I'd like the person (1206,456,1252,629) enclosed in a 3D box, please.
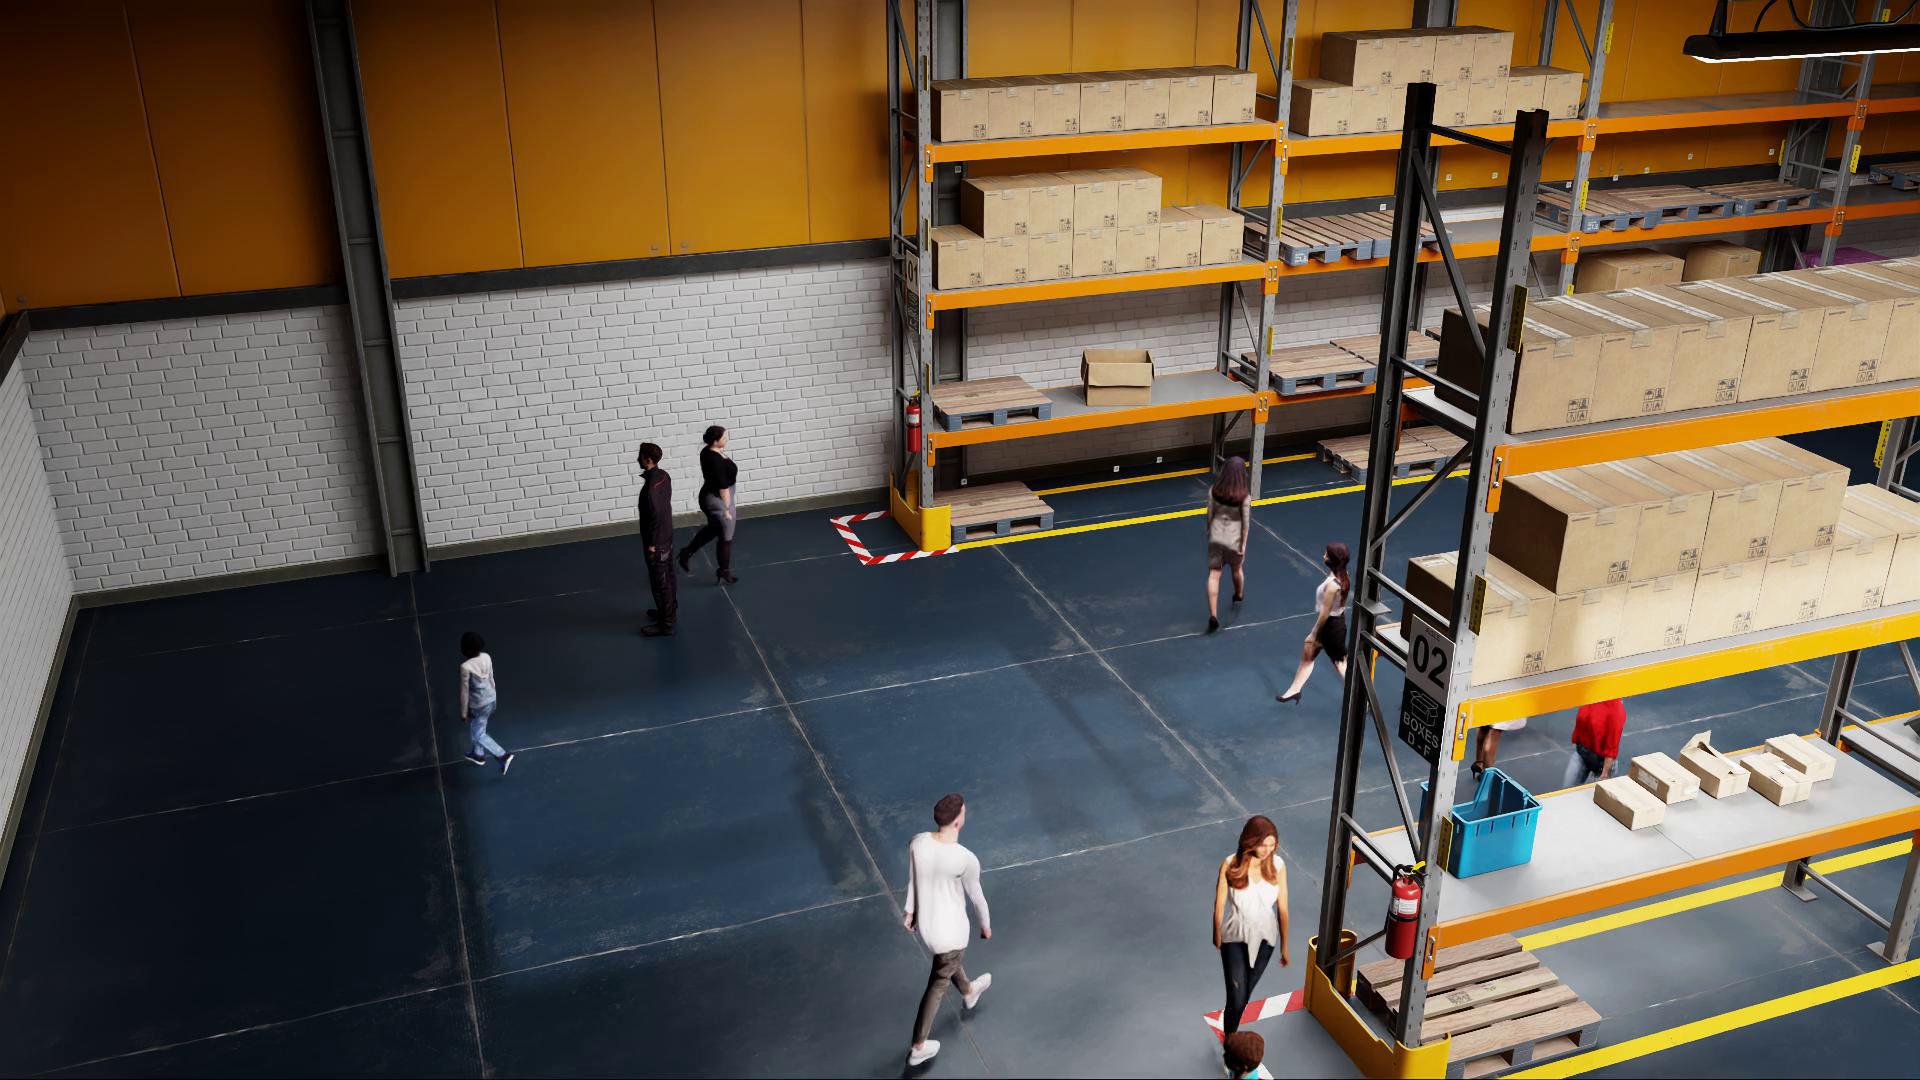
[{"bbox_3d":[2.514,0.072,15.898,1.054,1.702,1.102,10,25,21],"label":"person"}]

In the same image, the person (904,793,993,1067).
[{"bbox_3d":[-0.151,2.443,10.365,1.071,1.790,1.283,18,30,36],"label":"person"}]

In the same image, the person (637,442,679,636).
[{"bbox_3d":[-2.894,-0.031,15.871,0.734,1.914,0.767,1,24,2],"label":"person"}]

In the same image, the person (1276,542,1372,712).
[{"bbox_3d":[3.276,0.823,14.303,1.111,1.604,0.959,7,25,15],"label":"person"}]

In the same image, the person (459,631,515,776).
[{"bbox_3d":[-3.895,1.341,13.569,0.851,1.243,0.813,13,27,27],"label":"person"}]

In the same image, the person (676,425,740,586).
[{"bbox_3d":[-2.536,-0.325,16.765,0.881,1.735,0.682,-10,26,-22],"label":"person"}]

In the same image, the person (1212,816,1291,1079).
[{"bbox_3d":[1.780,2.438,10.412,0.716,1.762,0.716,-3,24,-7],"label":"person"}]

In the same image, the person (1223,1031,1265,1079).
[{"bbox_3d":[1.525,3.243,8.964,0.610,1.447,0.587,4,24,10],"label":"person"}]
